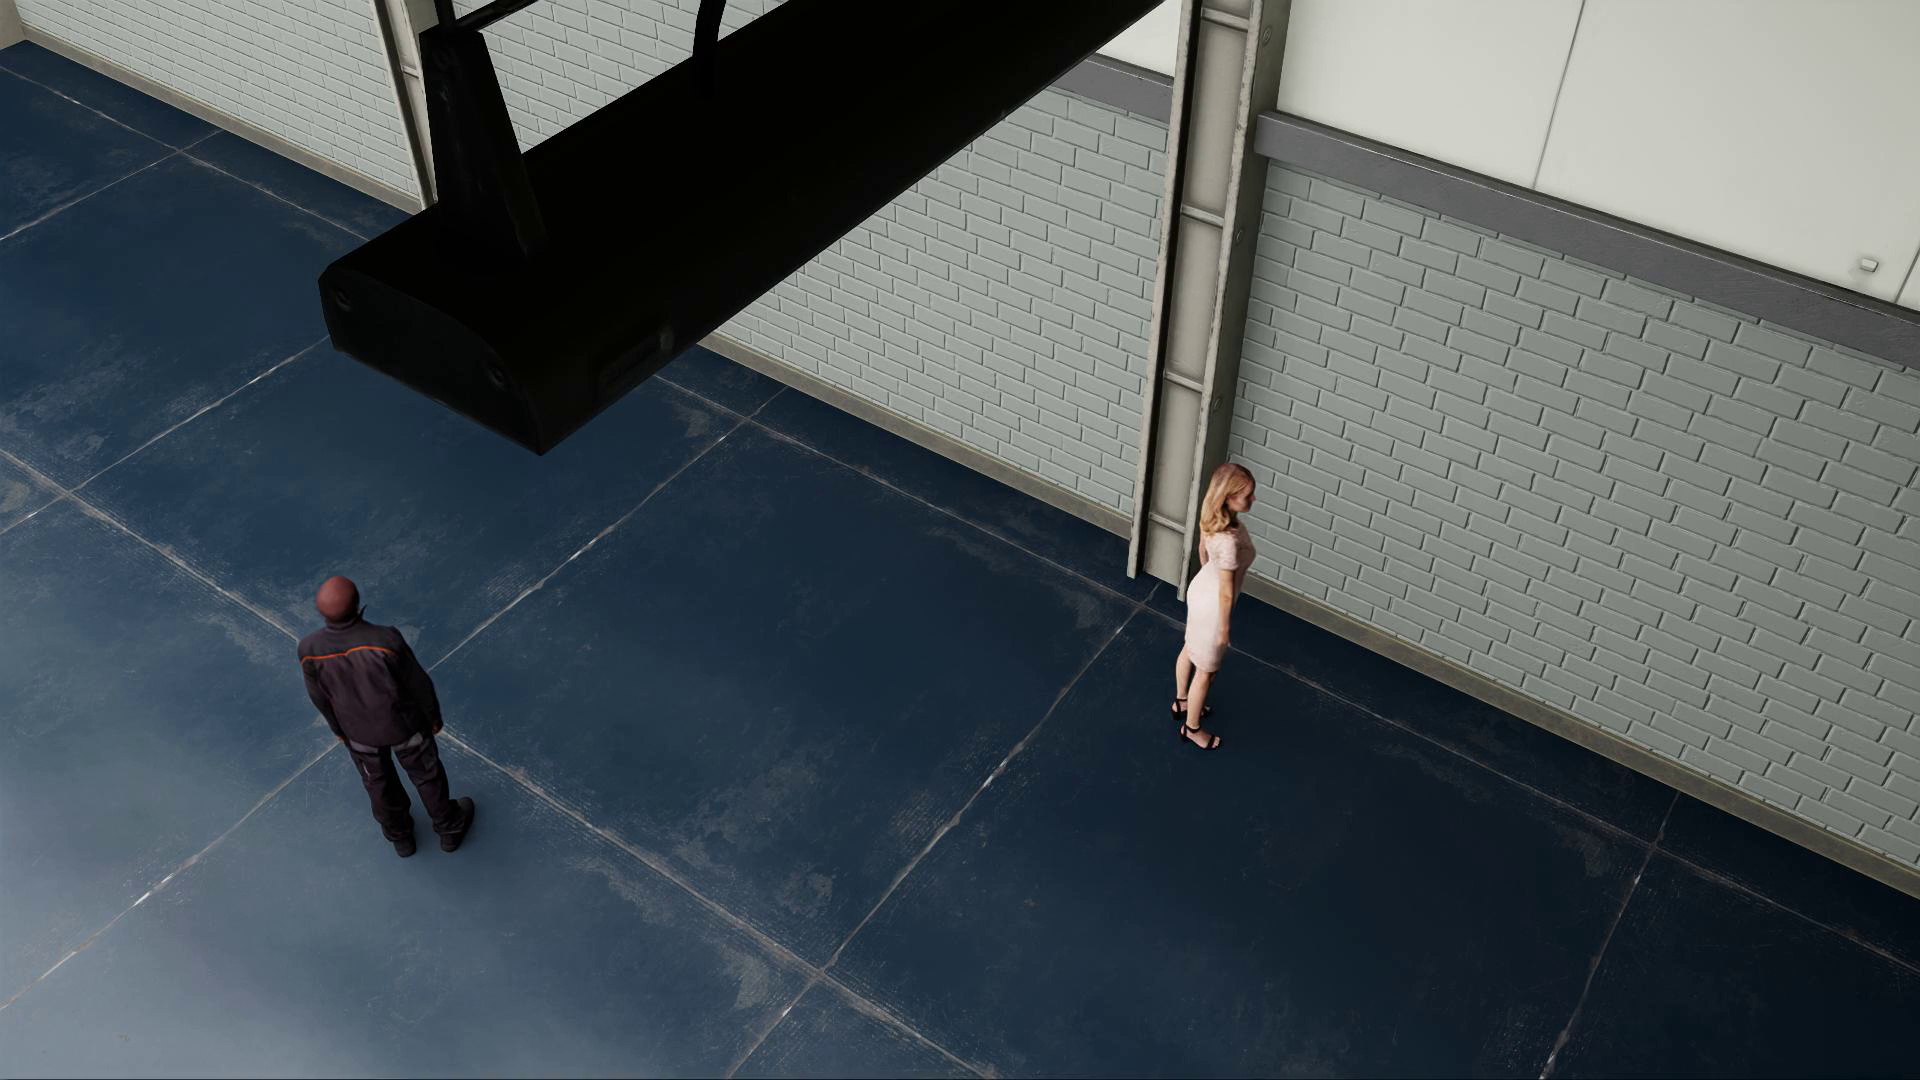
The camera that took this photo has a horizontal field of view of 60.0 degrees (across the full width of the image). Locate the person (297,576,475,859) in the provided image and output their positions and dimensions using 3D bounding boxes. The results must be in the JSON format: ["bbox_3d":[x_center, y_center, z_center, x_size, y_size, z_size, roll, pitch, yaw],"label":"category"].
[{"bbox_3d":[-2.719,0.848,7.832,0.778,1.826,0.846,-5,43,-6],"label":"person"}]

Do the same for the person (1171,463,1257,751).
[{"bbox_3d":[1.252,0.339,8.375,0.685,1.829,0.636,-5,43,-5],"label":"person"}]
